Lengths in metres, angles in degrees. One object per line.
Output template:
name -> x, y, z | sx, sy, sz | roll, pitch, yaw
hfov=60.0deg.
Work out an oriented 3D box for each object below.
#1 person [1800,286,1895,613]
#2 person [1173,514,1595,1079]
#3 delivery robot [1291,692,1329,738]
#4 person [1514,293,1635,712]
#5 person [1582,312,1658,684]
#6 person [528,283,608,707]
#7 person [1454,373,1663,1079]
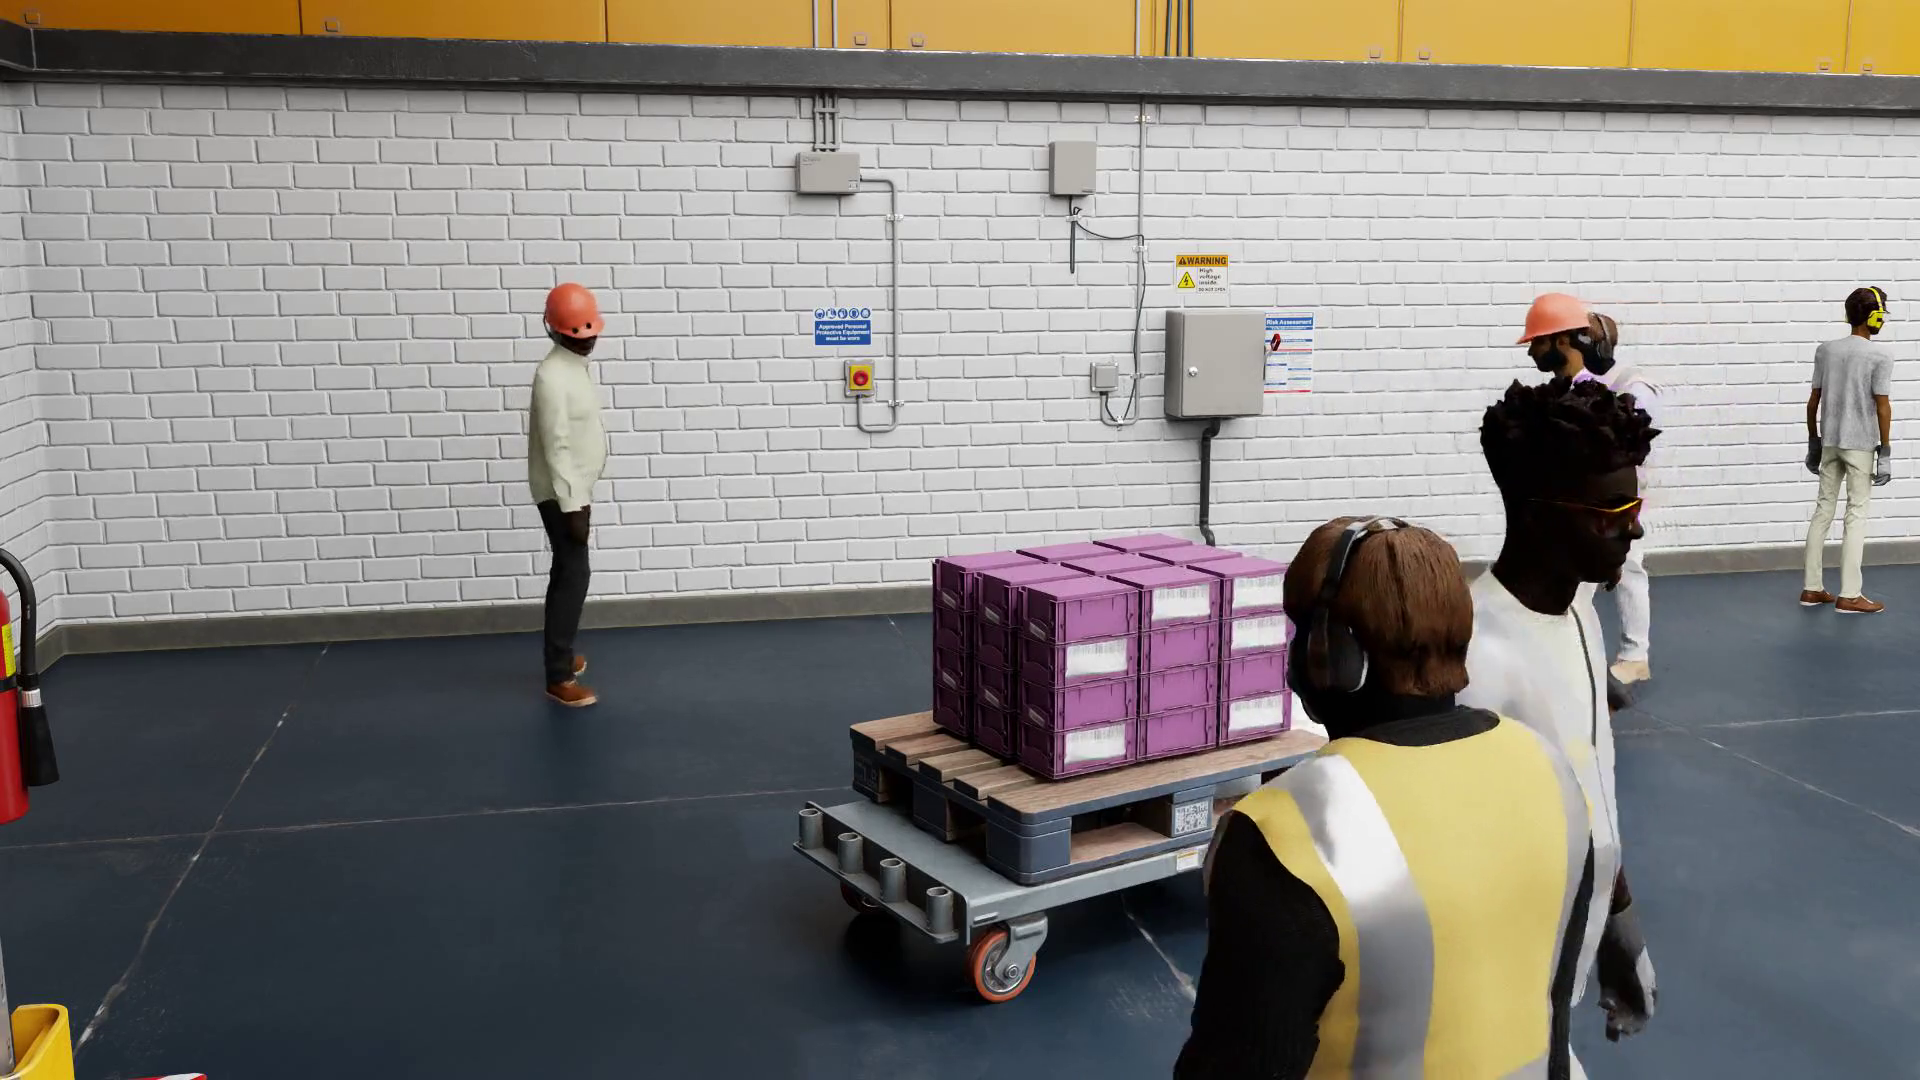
person -> 5.119, -0.514, 9.573 | 0.310, 1.863, 0.533 | -5, 11, -25
person -> 0.567, 0.871, 2.097 | 0.625, 1.808, 0.931 | -8, 13, -38
delivery robot -> 1.268, 0.727, 6.059 | 0.707, 0.478, 0.477 | -5, 11, -24
person -> 2.531, -0.064, 6.935 | 0.498, 1.910, 0.581 | 1, 10, 7
person -> 2.943, -0.171, 7.867 | 0.954, 1.787, 0.628 | -5, 11, -26
person -> -1.800, -0.219, 7.740 | 0.424, 1.945, 0.798 | -1, 10, -4
person -> 0.984, 0.698, 2.688 | 0.973, 1.915, 0.634 | 7, 12, 33
